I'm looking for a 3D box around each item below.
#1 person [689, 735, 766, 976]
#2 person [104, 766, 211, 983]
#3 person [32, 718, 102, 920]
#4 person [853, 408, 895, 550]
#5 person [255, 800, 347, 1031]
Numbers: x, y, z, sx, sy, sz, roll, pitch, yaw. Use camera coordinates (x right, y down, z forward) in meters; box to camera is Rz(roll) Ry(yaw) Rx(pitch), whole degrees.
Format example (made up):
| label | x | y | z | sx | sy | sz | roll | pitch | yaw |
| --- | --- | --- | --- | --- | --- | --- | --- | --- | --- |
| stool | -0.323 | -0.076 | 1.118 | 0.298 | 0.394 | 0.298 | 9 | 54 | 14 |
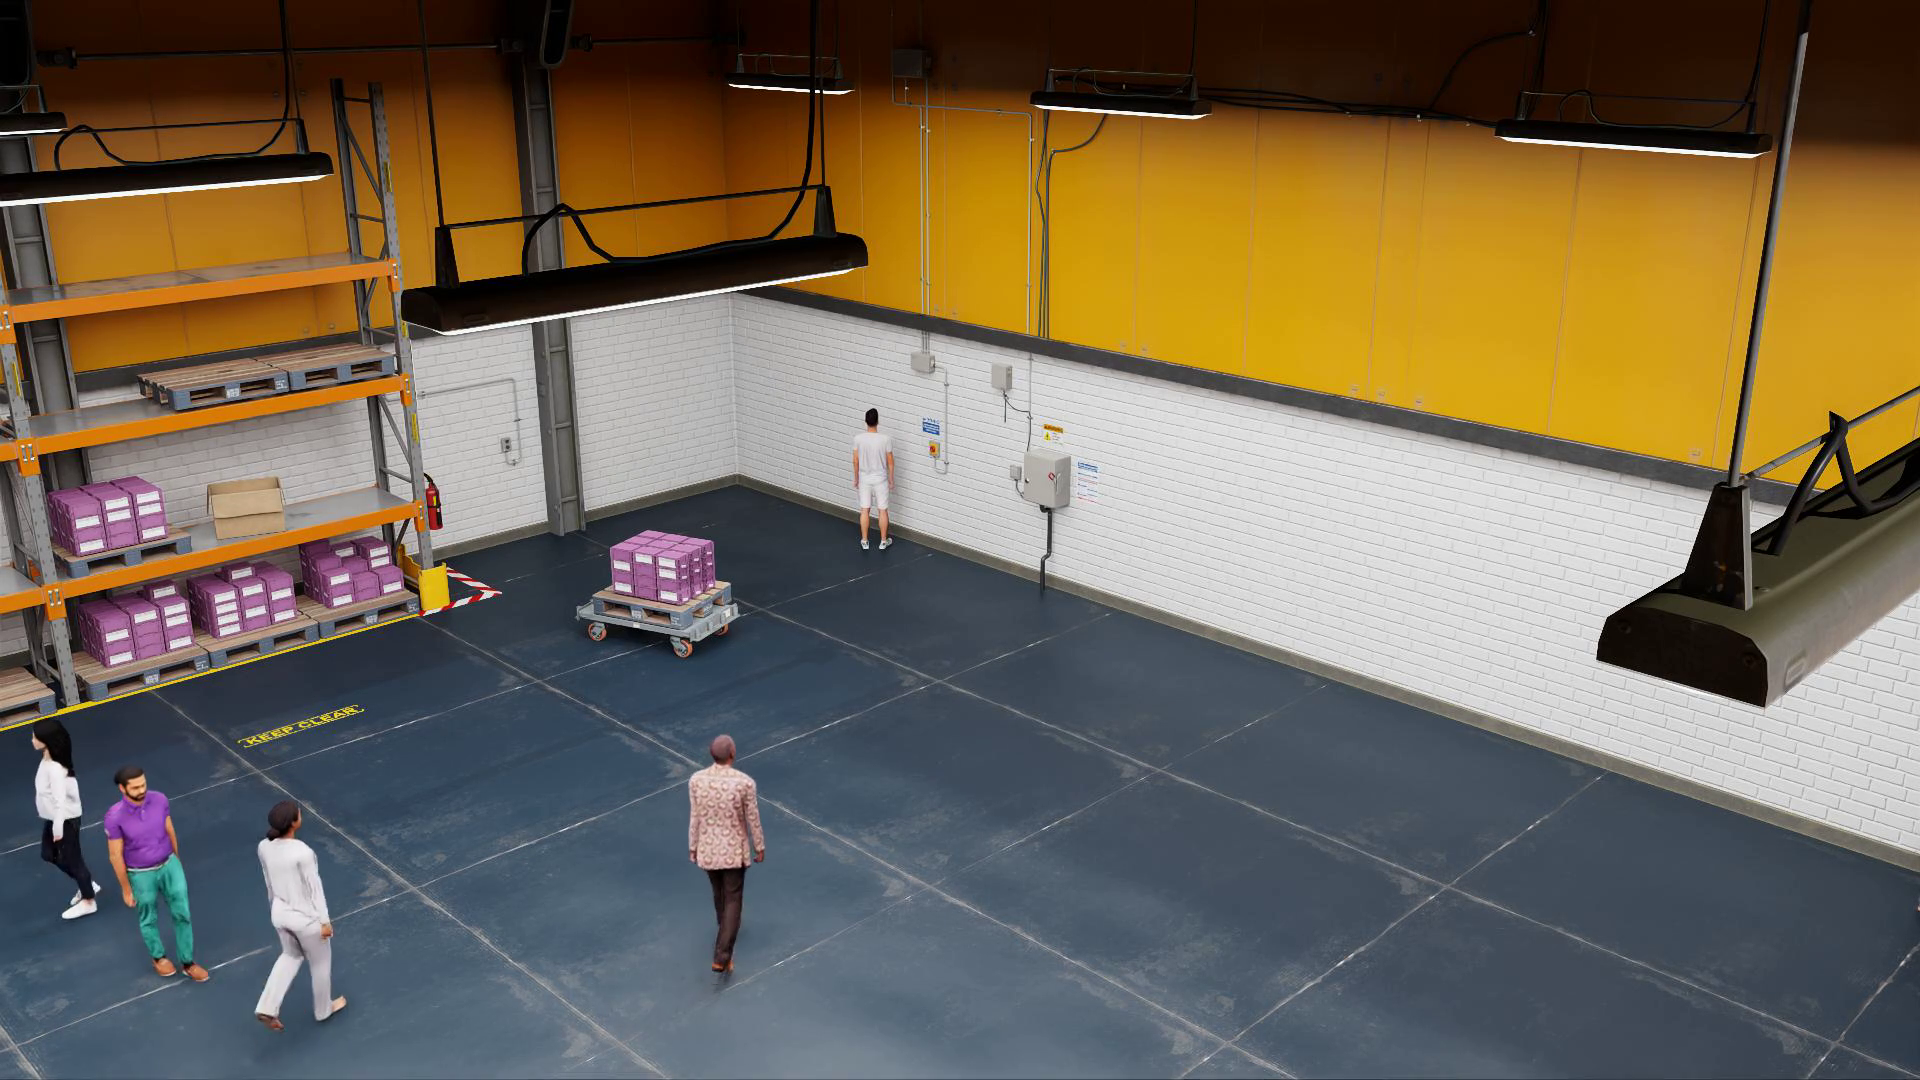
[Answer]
| label | x | y | z | sx | sy | sz | roll | pitch | yaw |
| --- | --- | --- | --- | --- | --- | --- | --- | --- | --- |
| person | -1.770 | 2.339 | 12.281 | 1.104 | 1.789 | 1.271 | 4 | 19 | 13 |
| person | -5.959 | 2.406 | 12.153 | 0.752 | 1.744 | 0.790 | 16 | 24 | 39 |
| person | -6.909 | 2.150 | 12.990 | 0.646 | 1.695 | 0.685 | -12 | 22 | -32 |
| person | -1.122 | -0.791 | 21.474 | 0.758 | 1.855 | 0.803 | 1 | 19 | 3 |
| person | -4.637 | 2.637 | 11.509 | 0.824 | 1.718 | 1.000 | 8 | 20 | 23 |
